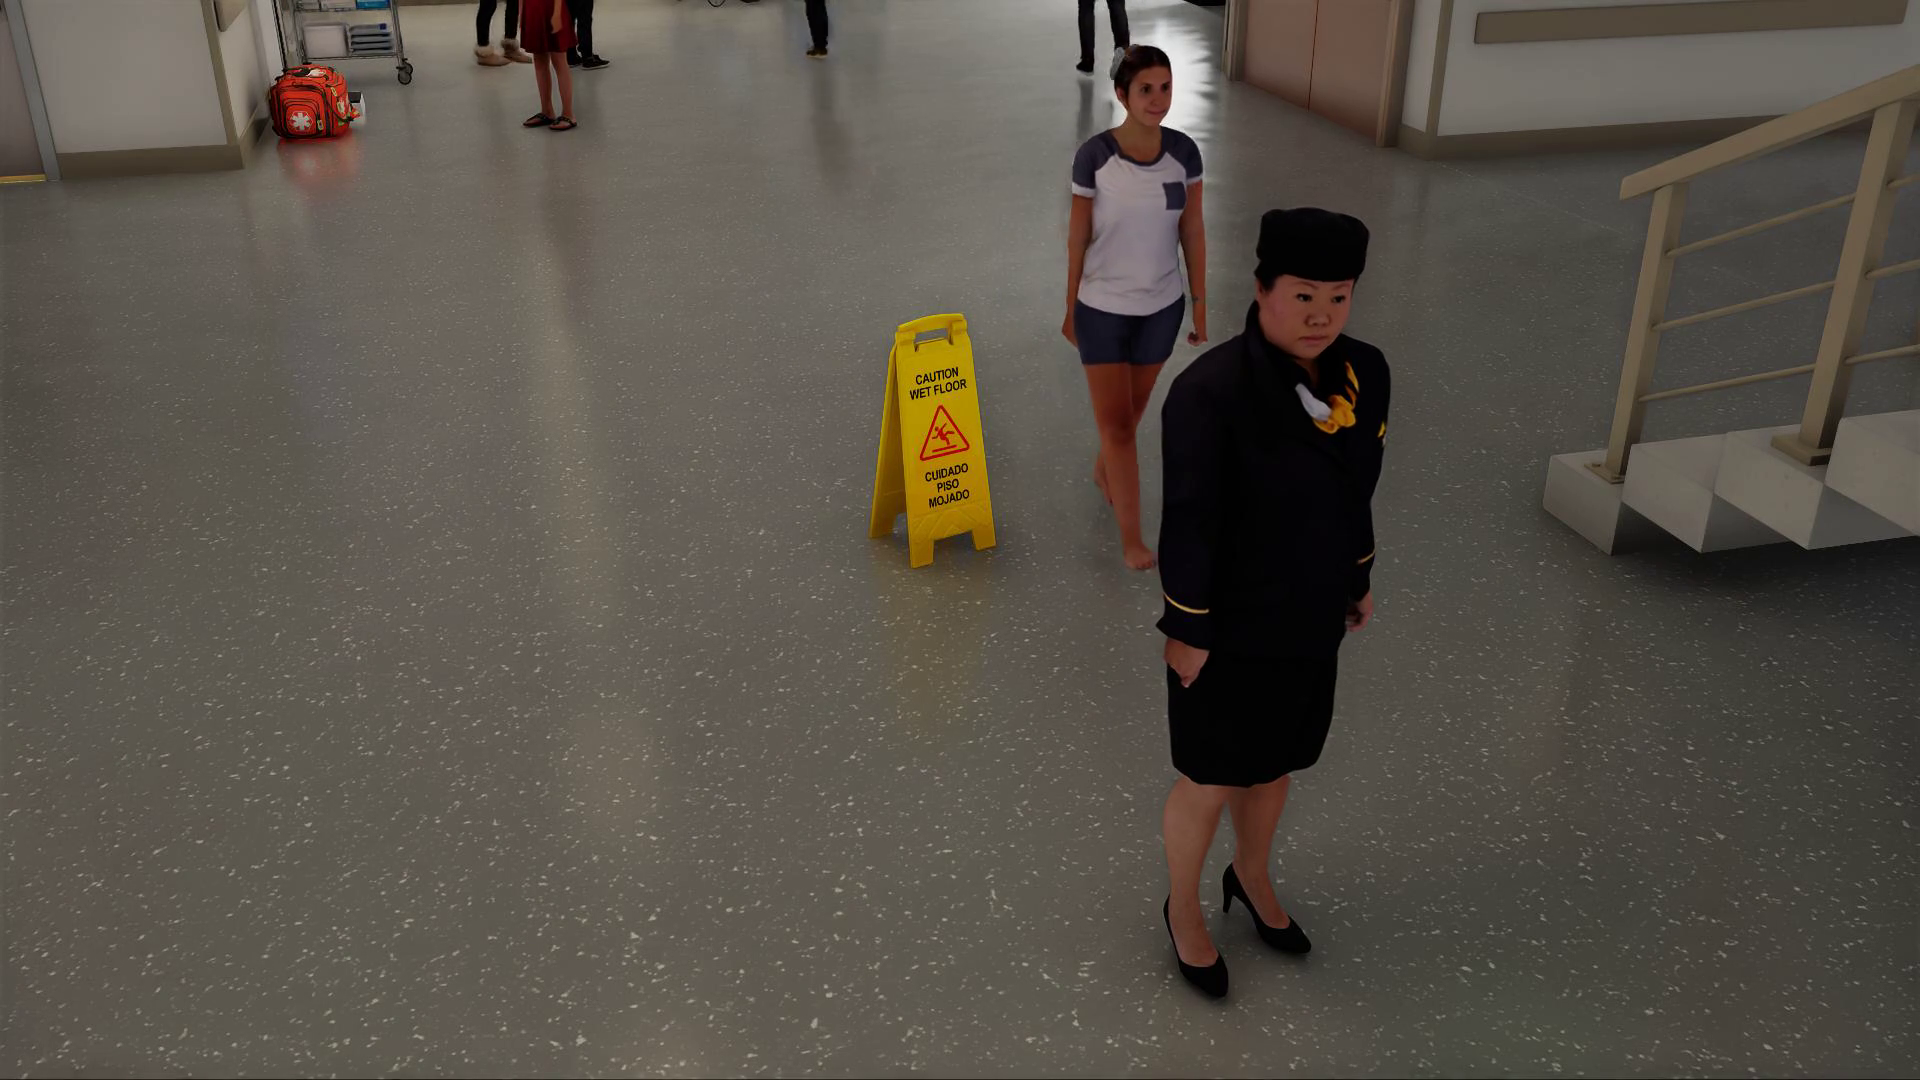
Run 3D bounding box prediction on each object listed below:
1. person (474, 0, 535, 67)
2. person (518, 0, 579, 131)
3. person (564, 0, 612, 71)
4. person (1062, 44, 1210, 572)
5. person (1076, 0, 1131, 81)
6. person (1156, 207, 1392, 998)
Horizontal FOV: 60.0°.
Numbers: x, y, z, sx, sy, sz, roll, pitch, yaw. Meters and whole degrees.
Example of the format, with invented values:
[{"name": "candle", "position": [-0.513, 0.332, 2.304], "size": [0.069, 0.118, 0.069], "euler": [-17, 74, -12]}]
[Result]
[{"name": "person", "position": [-3.771, -4.585, 13.233], "size": [0.852, 1.619, 0.796], "euler": [3, 26, 7]}, {"name": "person", "position": [-2.813, -3.583, 11.234], "size": [0.681, 1.551, 0.741], "euler": [16, 30, 29]}, {"name": "person", "position": [-3.085, -4.525, 13.298], "size": [0.643, 1.454, 0.723], "euler": [18, 31, 32]}, {"name": "person", "position": [0.518, -0.740, 5.318], "size": [0.588, 1.568, 1.039], "euler": [-8, 27, -16]}, {"name": "person", "position": [1.107, -4.461, 12.611], "size": [0.694, 1.936, 1.153], "euler": [-5, 26, -10]}, {"name": "person", "position": [0.609, 0.150, 3.355], "size": [0.761, 1.670, 0.727], "euler": [-15, 29, -28]}]
